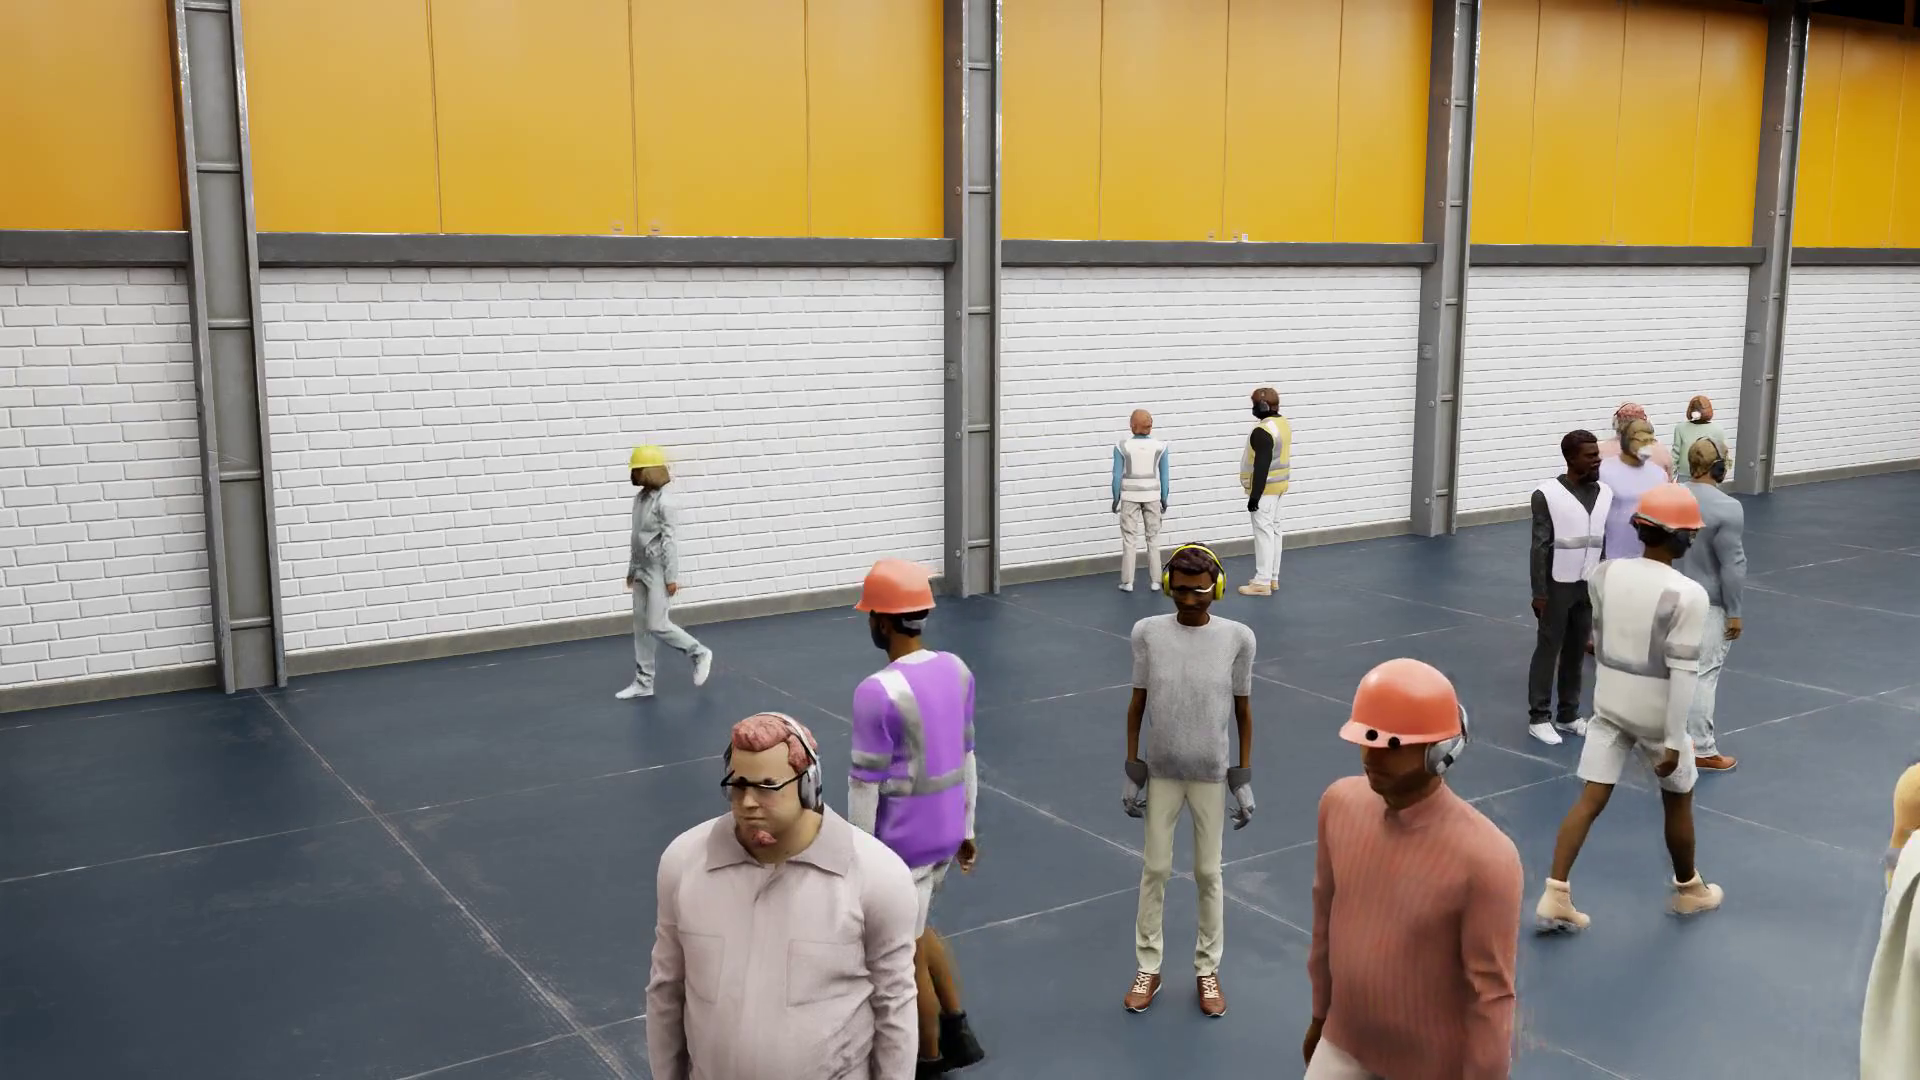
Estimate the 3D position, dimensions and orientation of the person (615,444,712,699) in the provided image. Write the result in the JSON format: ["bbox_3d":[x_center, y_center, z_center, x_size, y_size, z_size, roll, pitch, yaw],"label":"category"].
[{"bbox_3d":[-2.028,0.209,11.178,0.596,1.729,0.502,-7,12,-35],"label":"person"}]

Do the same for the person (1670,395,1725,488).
[{"bbox_3d":[7.263,-0.615,16.441,0.500,1.632,0.281,9,13,42],"label":"person"}]

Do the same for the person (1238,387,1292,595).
[{"bbox_3d":[2.688,-0.433,14.723,0.429,1.842,0.626,5,11,27],"label":"person"}]

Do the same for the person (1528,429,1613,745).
[{"bbox_3d":[3.729,0.277,10.199,0.596,1.921,0.386,-5,10,-26],"label":"person"}]

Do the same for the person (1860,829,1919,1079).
[{"bbox_3d":[2.280,1.331,3.731,0.525,1.955,0.650,3,10,17],"label":"person"}]

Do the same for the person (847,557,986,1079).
[{"bbox_3d":[-0.187,1.016,5.740,0.426,1.919,0.553,6,11,32],"label":"person"}]

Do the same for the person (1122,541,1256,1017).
[{"bbox_3d":[0.887,0.926,6.466,0.516,1.865,0.329,2,10,10],"label":"person"}]

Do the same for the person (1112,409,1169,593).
[{"bbox_3d":[1.603,-0.345,14.794,0.523,1.638,0.310,-1,9,-5],"label":"person"}]

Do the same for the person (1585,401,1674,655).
[{"bbox_3d":[4.924,-0.076,12.371,0.641,1.908,0.407,0,9,0],"label":"person"}]

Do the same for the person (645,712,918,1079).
[{"bbox_3d":[-0.429,1.331,3.890,0.652,1.906,0.409,2,10,11],"label":"person"}]

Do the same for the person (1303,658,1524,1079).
[{"bbox_3d":[1.034,1.262,4.069,0.518,1.979,0.644,-7,12,-37],"label":"person"}]

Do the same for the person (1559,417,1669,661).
[{"bbox_3d":[4.405,0.116,11.182,0.627,1.920,0.767,-2,10,-11],"label":"person"}]

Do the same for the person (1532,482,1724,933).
[{"bbox_3d":[2.951,0.736,7.262,1.065,1.994,0.619,-6,11,-30],"label":"person"}]

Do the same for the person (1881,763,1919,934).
[{"bbox_3d":[2.790,1.216,4.495,0.552,1.934,0.364,1,9,6],"label":"person"}]

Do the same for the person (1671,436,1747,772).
[{"bbox_3d":[4.262,0.367,9.605,0.372,1.940,0.631,-4,10,-21],"label":"person"}]
